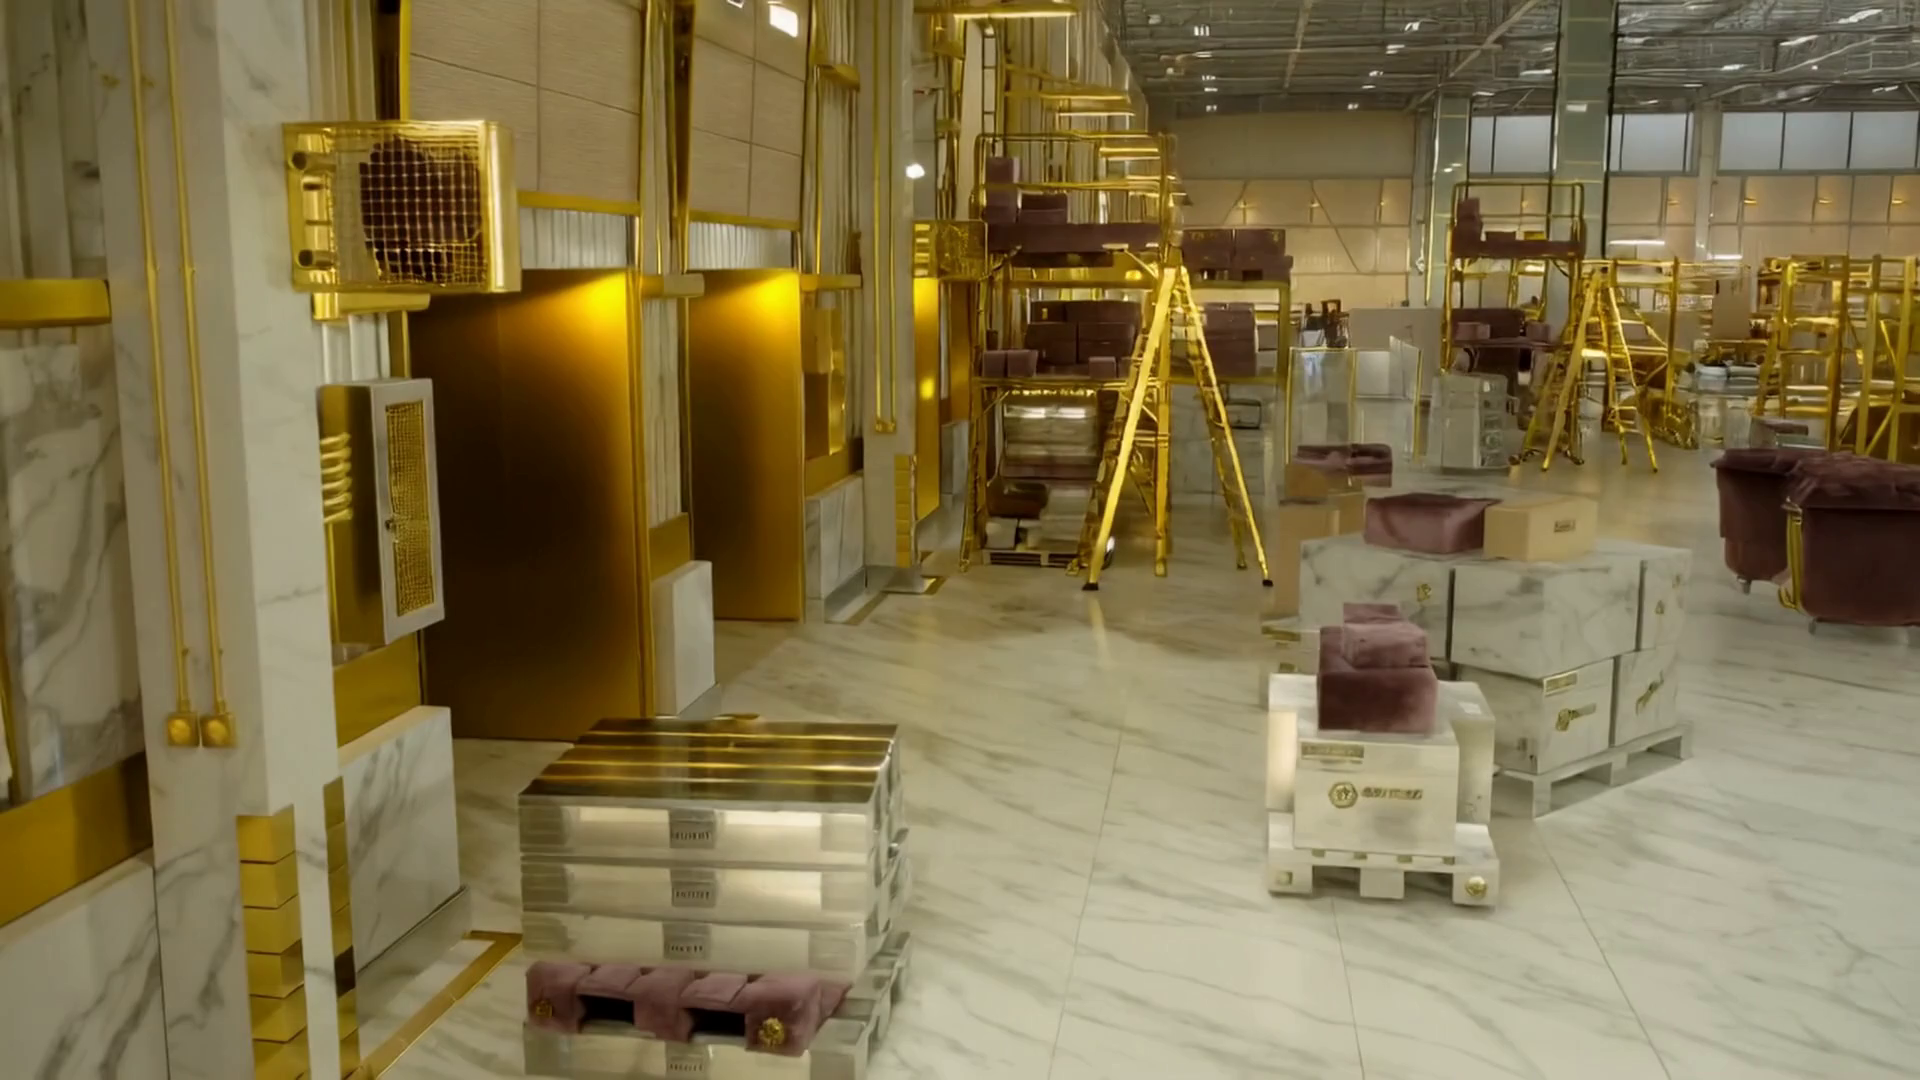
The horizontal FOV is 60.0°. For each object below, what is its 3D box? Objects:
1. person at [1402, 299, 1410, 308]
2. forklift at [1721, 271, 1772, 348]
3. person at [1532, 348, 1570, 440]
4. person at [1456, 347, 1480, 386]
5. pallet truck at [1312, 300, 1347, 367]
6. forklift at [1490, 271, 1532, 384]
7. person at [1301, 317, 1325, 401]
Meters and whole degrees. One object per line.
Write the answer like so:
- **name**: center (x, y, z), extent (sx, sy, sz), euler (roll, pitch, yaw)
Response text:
- **person**: center (14.308, -6.776, 53.457), extent (0.630, 1.940, 0.372), euler (1, 9, 9)
- **forklift**: center (22.260, -6.319, 47.737), extent (1.873, 2.768, 1.129), euler (-3, 10, -17)
- **person**: center (9.883, -2.525, 27.887), extent (0.502, 1.715, 0.605), euler (-6, 11, -34)
- **person**: center (8.631, -2.614, 28.204), extent (0.511, 1.815, 0.896), euler (-4, 10, -22)
- **pallet truck**: center (11.159, -6.200, 49.718), extent (0.823, 1.965, 1.885), euler (4, 10, 26)
- **forklift**: center (13.422, -5.322, 41.591), extent (1.873, 2.768, 1.129), euler (1, 9, 9)
- **person**: center (7.778, -3.996, 36.620), extent (0.584, 1.851, 0.955), euler (5, 10, 26)
